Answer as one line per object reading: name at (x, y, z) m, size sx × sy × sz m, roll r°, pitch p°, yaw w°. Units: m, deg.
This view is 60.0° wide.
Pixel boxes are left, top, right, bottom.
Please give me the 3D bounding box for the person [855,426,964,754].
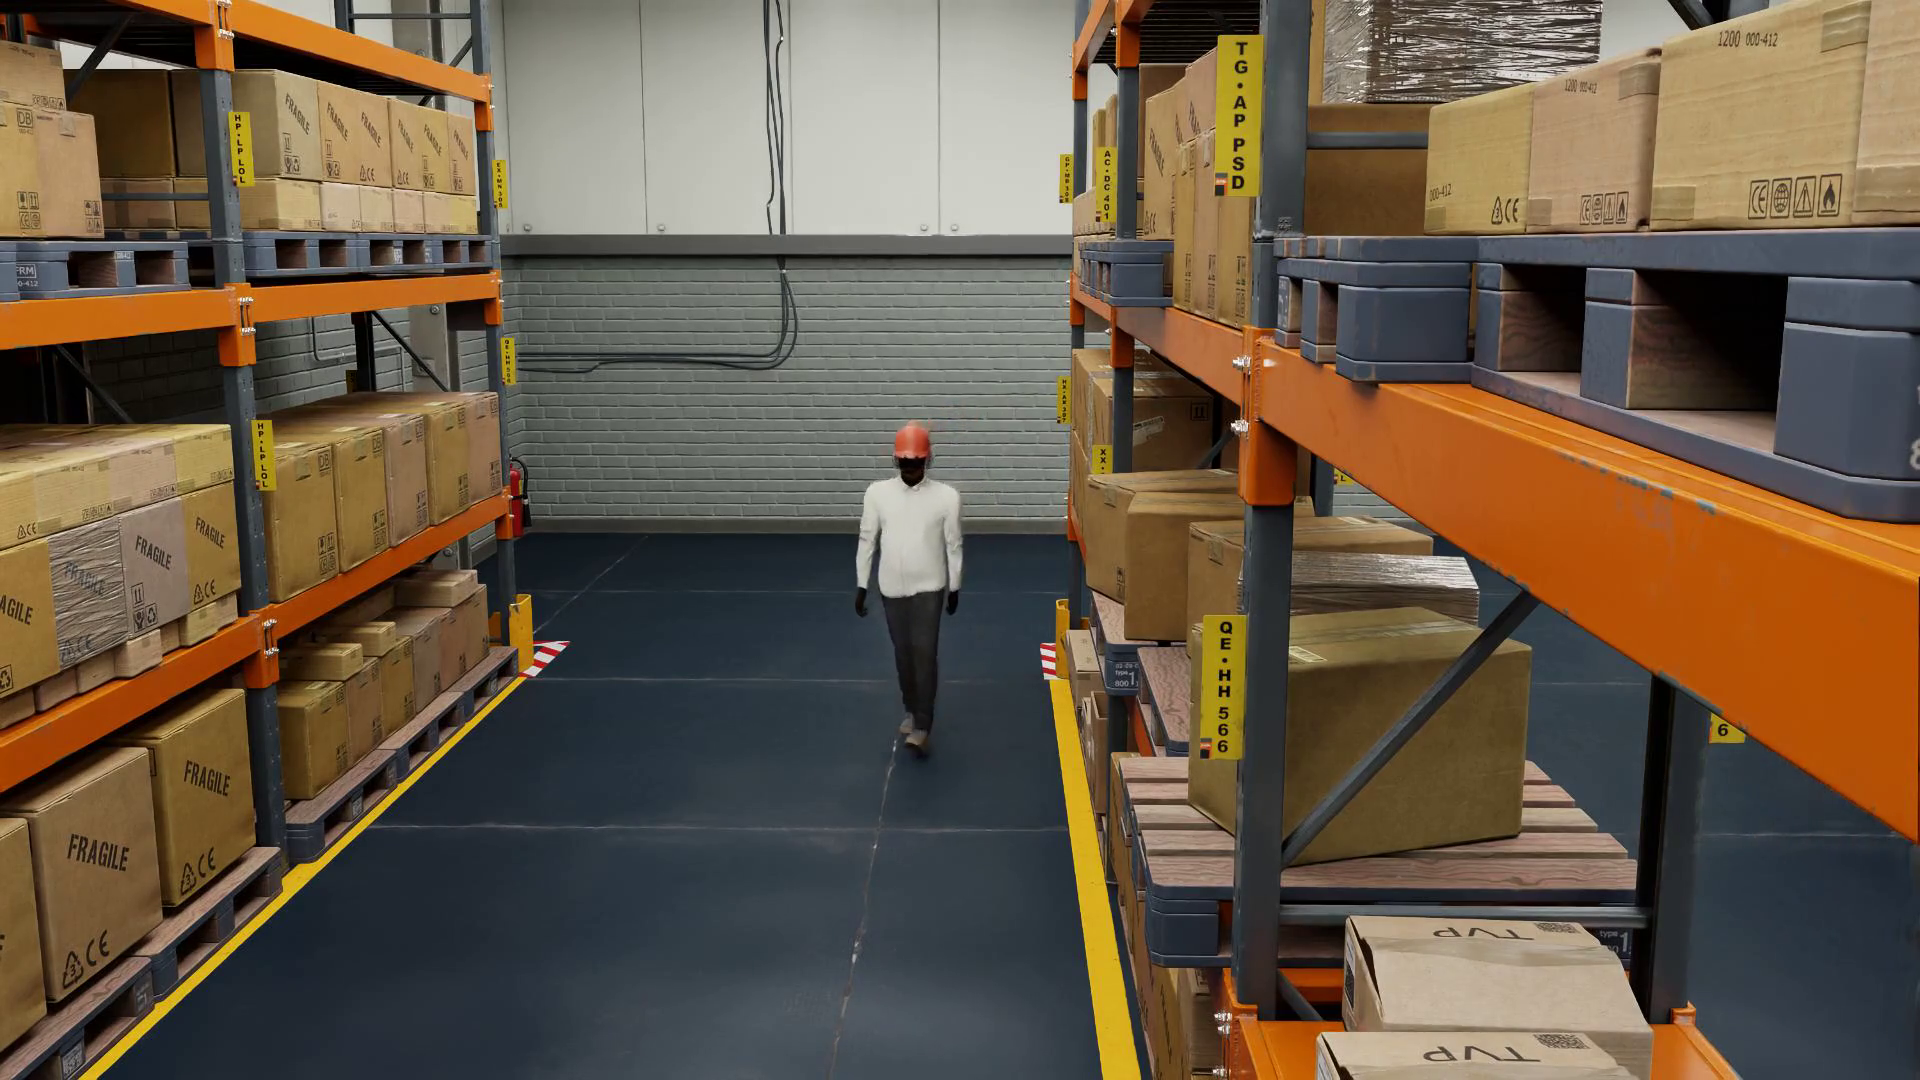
person at (-0.322, 0.295, 10.020) m, size 0.621 × 1.945 × 1.005 m, roll 2°, pitch 10°, yaw 11°
